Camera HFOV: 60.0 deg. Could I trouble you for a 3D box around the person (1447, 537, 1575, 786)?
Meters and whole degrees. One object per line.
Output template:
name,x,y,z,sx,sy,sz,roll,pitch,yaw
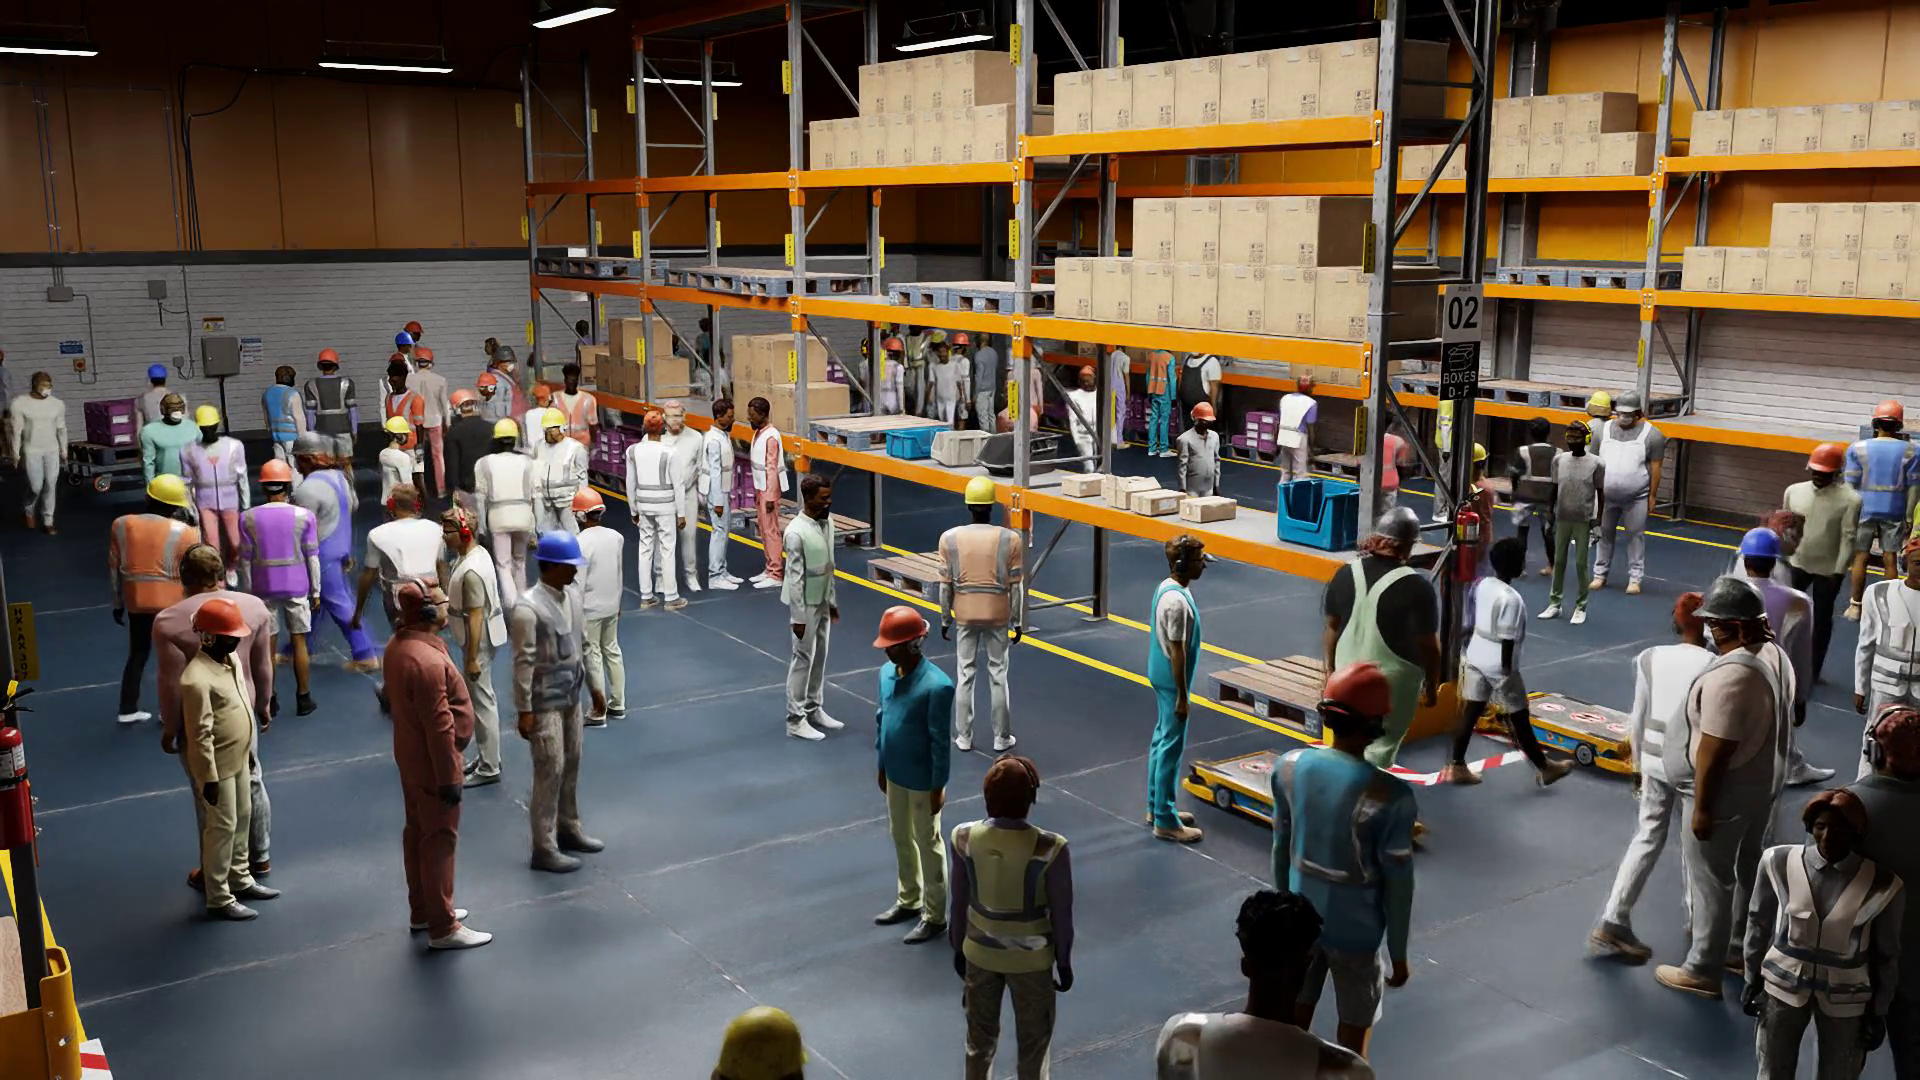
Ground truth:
person,3.586,0.796,10.749,0.853,1.655,0.553,-2,11,-10

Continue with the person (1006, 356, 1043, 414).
person,0.978,-2.011,24.950,0.564,1.725,0.501,-1,11,-3

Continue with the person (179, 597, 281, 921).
person,-3.857,1.146,8.764,0.354,1.737,0.577,-1,11,-4

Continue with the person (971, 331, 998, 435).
person,0.364,-2.295,25.860,0.370,1.941,0.627,6,12,27

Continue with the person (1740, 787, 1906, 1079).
person,3.173,1.702,6.169,0.514,1.641,0.307,7,13,33

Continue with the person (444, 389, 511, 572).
person,-4.956,-0.589,17.153,0.652,1.937,1.044,-11,15,-44

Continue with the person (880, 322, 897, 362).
person,-1.348,-3.091,30.238,0.403,1.824,0.595,-6,13,-29

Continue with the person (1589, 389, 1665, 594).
person,6.510,-0.491,16.364,0.684,2.000,0.535,7,13,33

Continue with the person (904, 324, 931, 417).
person,-0.770,-3.145,30.526,0.626,1.822,0.558,4,12,20

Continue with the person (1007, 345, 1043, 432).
person,1.093,-2.503,26.948,0.639,1.918,0.960,-2,11,-12

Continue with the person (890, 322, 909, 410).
person,-1.136,-3.134,30.396,0.373,1.840,0.571,-3,11,-13

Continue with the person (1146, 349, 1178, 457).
person,3.103,-2.240,25.635,0.373,1.915,0.596,-8,14,-36

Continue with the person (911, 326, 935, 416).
person,-0.658,-3.219,30.874,0.637,1.833,0.429,-10,15,-43

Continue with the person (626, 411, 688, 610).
person,-2.848,-0.275,15.660,0.584,1.882,0.344,4,12,18

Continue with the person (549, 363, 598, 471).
person,-4.654,-1.143,19.925,0.654,1.946,0.508,-2,11,-11

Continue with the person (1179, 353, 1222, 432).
person,3.509,-2.076,24.477,0.624,2.000,0.825,-7,13,-32

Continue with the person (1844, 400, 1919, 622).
person,8.361,-0.255,15.147,0.609,2.044,0.394,5,12,24

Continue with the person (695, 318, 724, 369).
person,-4.711,-3.243,31.050,0.545,1.806,0.788,-5,12,-25

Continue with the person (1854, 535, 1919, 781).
person,5.575,0.881,9.782,0.574,1.876,0.355,6,12,27

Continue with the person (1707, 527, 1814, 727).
person,4.572,0.888,9.630,0.654,1.919,0.787,4,12,22

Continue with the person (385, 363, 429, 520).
person,-6.642,-1.142,19.914,0.607,1.958,0.372,7,13,30

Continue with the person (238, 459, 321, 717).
person,-5.021,0.359,12.323,0.546,1.926,0.391,-3,12,-17

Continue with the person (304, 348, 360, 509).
person,-7.895,-1.388,20.945,0.606,2.045,0.389,-3,12,-16

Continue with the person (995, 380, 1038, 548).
person,0.583,-0.822,18.443,0.401,1.900,0.636,8,14,37

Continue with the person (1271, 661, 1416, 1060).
person,1.472,1.462,6.405,0.421,2.033,0.608,-9,15,-40

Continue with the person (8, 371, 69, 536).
person,-10.676,-1.005,19.319,0.479,1.915,0.653,9,14,37

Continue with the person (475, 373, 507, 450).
person,-5.887,-1.238,20.962,0.370,1.744,0.570,-8,14,-36

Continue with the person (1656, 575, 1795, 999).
person,3.634,1.152,7.956,0.680,2.000,0.535,-10,15,-40

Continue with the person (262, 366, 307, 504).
person,-8.415,-1.267,20.868,0.621,1.837,0.429,5,12,26

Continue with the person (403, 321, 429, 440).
person,-8.929,-2.584,27.224,0.412,1.985,0.615,1,11,4

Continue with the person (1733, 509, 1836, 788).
person,5.186,0.706,10.762,0.991,1.842,0.657,3,12,17

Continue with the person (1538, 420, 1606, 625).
person,5.584,-0.163,15.130,0.535,1.868,0.309,10,15,42

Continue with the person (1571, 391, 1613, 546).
person,7.150,-0.800,18.704,0.487,1.746,0.287,-5,12,-25

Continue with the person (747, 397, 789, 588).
person,-1.935,-0.482,16.675,0.410,1.908,0.598,-4,12,-19

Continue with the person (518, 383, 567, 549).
person,-4.625,-0.790,18.428,0.634,1.837,0.592,3,11,16

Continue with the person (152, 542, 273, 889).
person,-4.090,0.968,9.159,0.358,1.937,0.636,9,14,39

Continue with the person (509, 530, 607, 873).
person,-2.308,0.898,9.525,0.428,1.934,0.642,3,12,17

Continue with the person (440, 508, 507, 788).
person,-3.152,0.691,10.851,0.394,1.836,0.559,-3,12,-16

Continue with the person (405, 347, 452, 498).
person,-7.009,-1.534,21.853,0.635,1.985,0.414,-3,11,-13

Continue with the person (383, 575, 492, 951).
person,-2.663,1.122,8.446,0.408,1.913,0.641,-7,13,-33

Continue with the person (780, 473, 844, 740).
person,-1.070,0.464,11.832,0.390,1.911,0.585,4,12,19
